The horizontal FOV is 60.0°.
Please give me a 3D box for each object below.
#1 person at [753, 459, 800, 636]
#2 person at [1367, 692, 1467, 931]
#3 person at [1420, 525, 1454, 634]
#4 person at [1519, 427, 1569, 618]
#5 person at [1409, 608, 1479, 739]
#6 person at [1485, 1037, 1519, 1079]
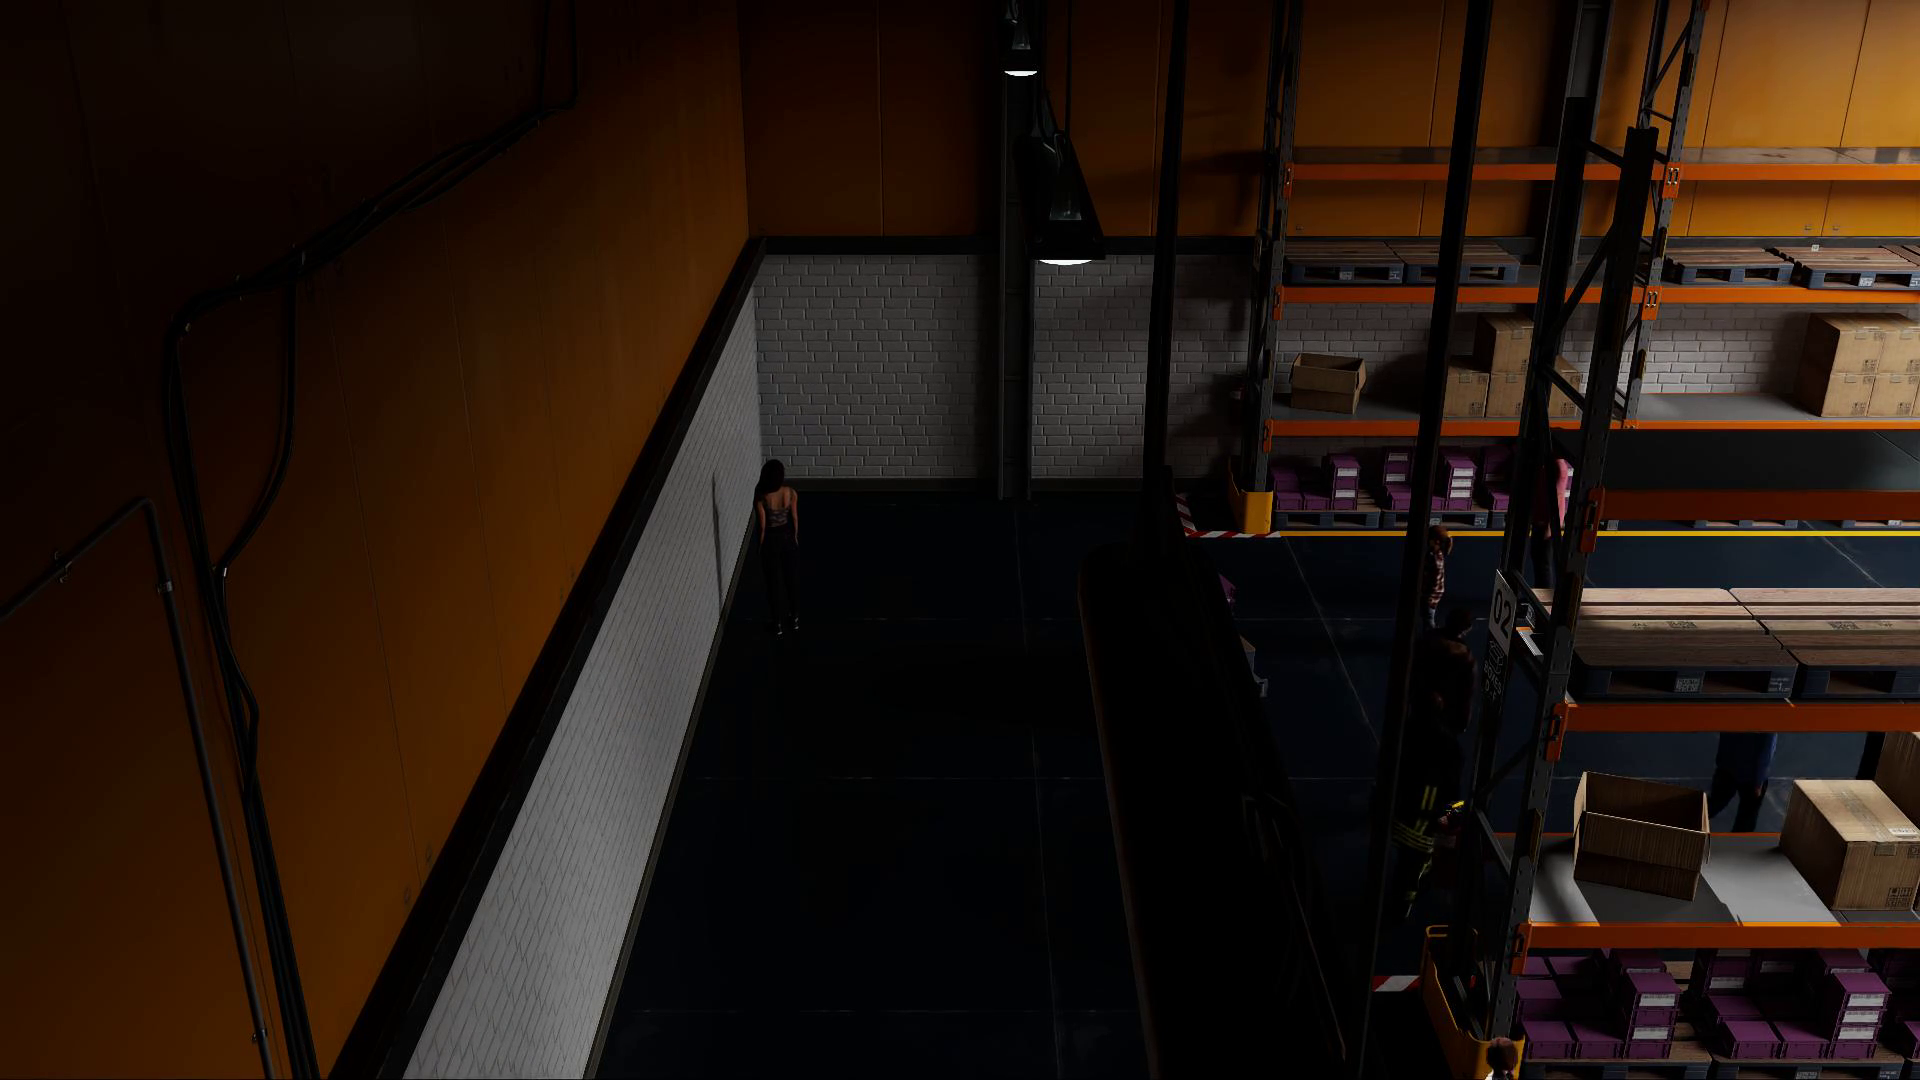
[{"bbox_3d":[-1.764,0.055,16.140,0.643,1.770,0.753,-14,27,-28],"label":"person"},{"bbox_3d":[3.351,1.863,11.967,1.168,1.798,1.075,-17,29,-34],"label":"person"},{"bbox_3d":[4.467,0.466,15.777,0.537,1.305,0.547,3,24,7],"label":"person"},{"bbox_3d":[5.822,-0.186,16.455,0.552,1.958,0.627,1,24,2],"label":"person"},{"bbox_3d":[3.695,1.389,13.029,1.116,1.816,1.044,-21,31,-39],"label":"person"},{"bbox_3d":[3.119,3.329,9.604,0.649,1.004,0.573,15,28,31],"label":"person"}]
